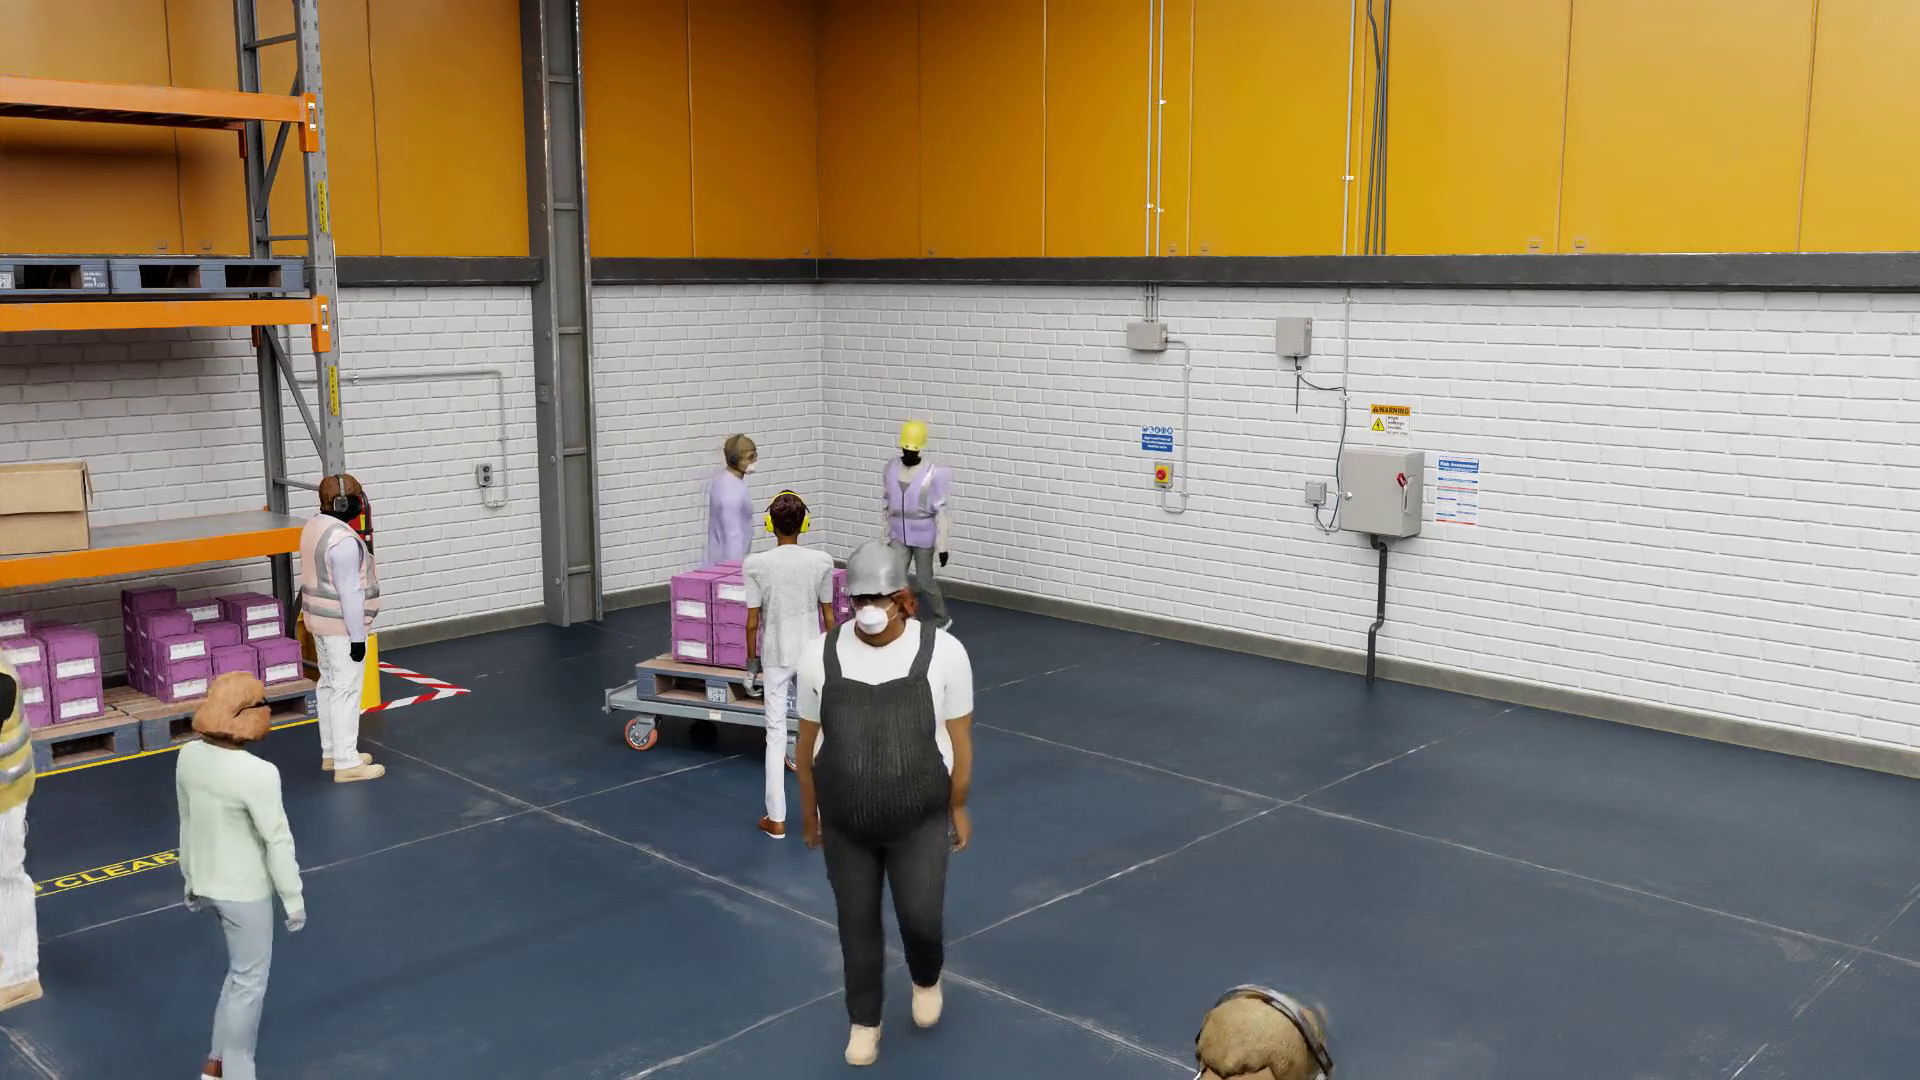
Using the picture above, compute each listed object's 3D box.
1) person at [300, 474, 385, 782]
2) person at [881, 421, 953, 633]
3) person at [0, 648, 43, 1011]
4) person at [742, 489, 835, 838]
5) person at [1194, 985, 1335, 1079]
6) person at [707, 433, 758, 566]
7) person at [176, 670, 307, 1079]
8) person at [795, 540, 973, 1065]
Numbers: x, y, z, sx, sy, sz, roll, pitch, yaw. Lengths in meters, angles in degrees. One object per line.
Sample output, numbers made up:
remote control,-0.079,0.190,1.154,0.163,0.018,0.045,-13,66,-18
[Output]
person,-3.670,0.517,9.909,0.431,1.836,0.619,-7,12,-38
person,-0.331,-0.039,13.205,0.636,1.874,0.927,5,11,29
person,-4.005,1.044,6.693,0.630,1.821,0.498,7,12,38
person,-0.904,0.661,8.892,0.509,1.872,0.328,-3,10,-15
person,0.533,1.632,2.786,0.640,1.918,0.619,6,11,34
person,-1.671,0.189,11.749,0.921,1.905,0.641,-2,9,-10
person,-2.577,1.263,5.975,0.522,1.617,0.381,6,11,31
person,-0.306,0.996,6.316,0.689,2.000,0.548,1,9,5
